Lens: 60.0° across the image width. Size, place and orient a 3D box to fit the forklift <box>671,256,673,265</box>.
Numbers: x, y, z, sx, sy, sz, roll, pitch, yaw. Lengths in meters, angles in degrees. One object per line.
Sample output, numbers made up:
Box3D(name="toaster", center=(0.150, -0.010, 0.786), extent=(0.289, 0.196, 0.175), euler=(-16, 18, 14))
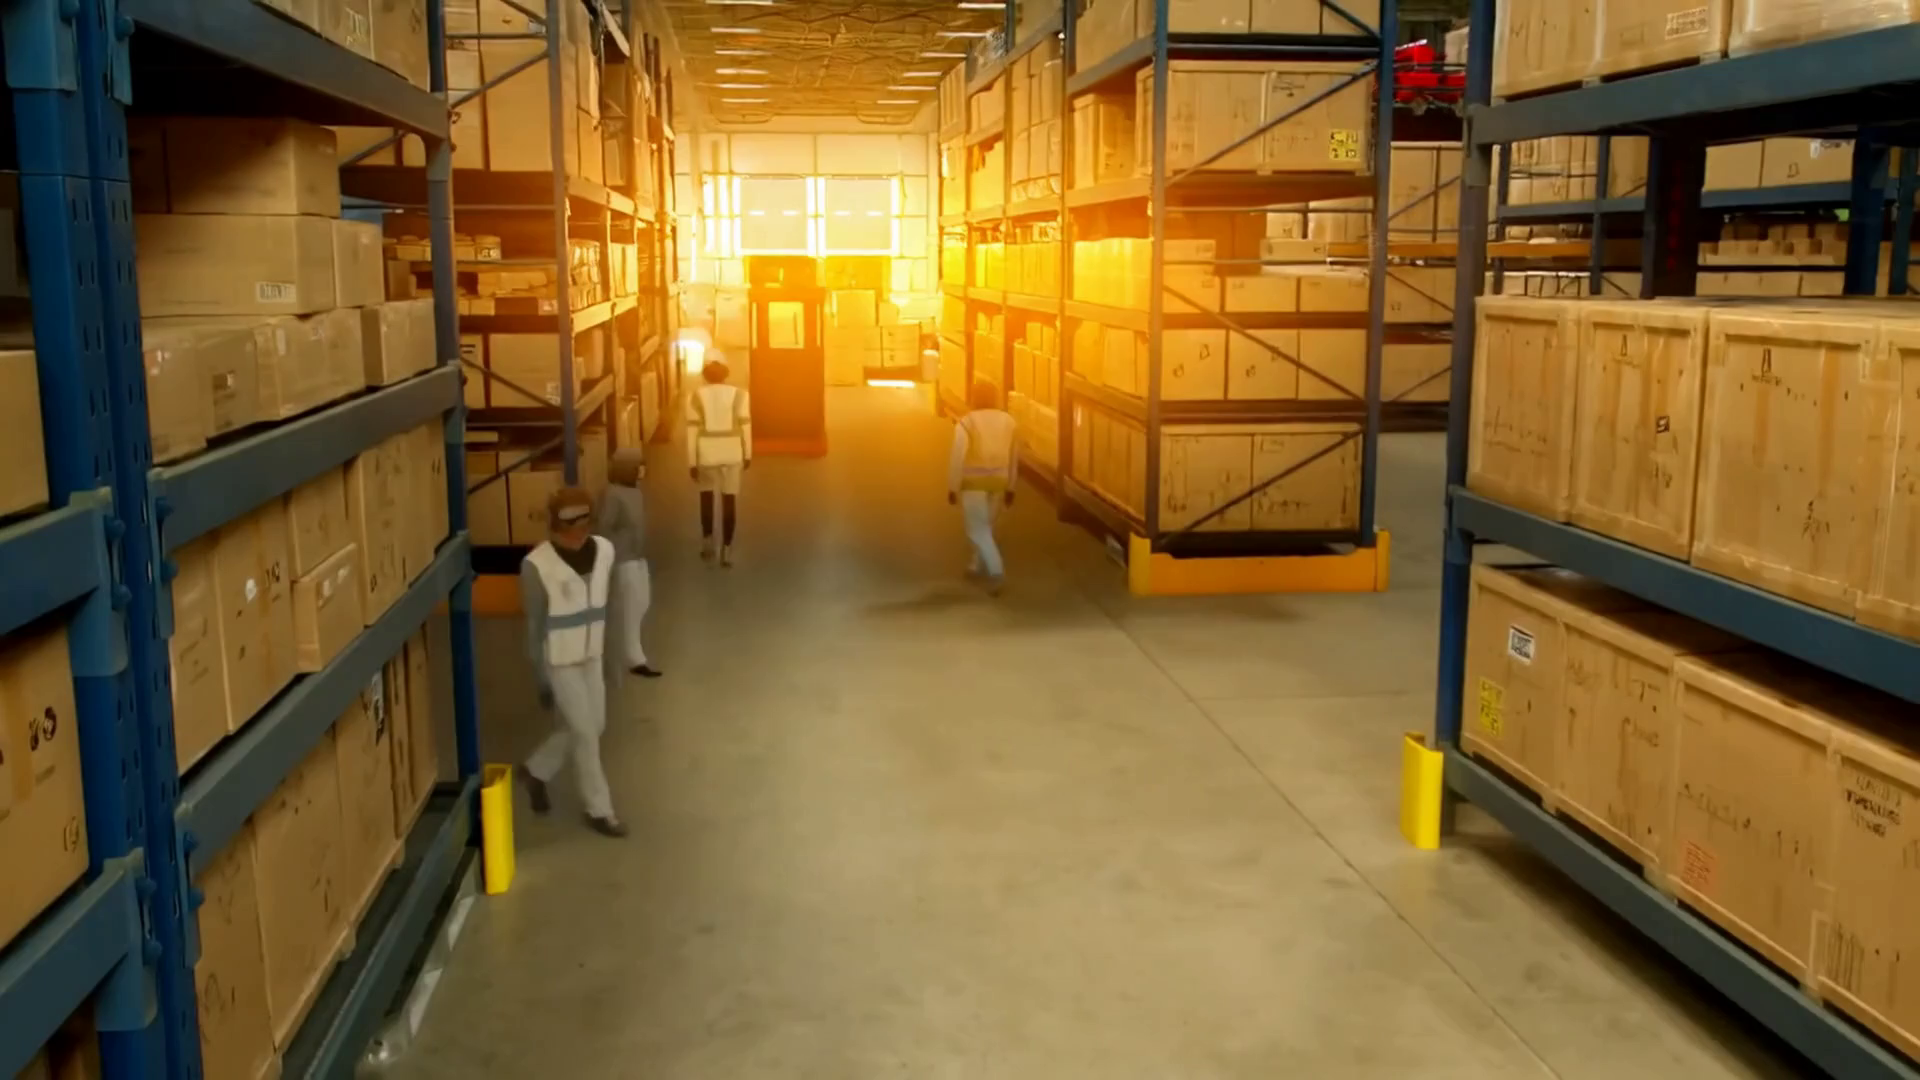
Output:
Box3D(name="forklift", center=(-11.044, -9.144, 61.803), extent=(1.129, 2.768, 1.873), euler=(-1, 10, -7))

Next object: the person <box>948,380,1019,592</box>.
Box3D(name="person", center=(0.238, -0.471, 14.401), extent=(0.621, 1.818, 0.822), euler=(-6, 11, -31))

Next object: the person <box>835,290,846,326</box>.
Box3D(name="person", center=(-3.153, -5.872, 45.587), extent=(0.590, 1.914, 0.400), euler=(-4, 10, -21))

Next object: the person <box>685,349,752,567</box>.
Box3D(name="person", center=(-2.267, -0.786, 15.661), extent=(0.620, 2.005, 0.850), euler=(-2, 10, -10))

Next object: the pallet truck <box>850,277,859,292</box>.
Box3D(name="pallet truck", center=(-3.782, -9.391, 65.808), extent=(1.885, 1.965, 0.823), euler=(2, 10, 10))

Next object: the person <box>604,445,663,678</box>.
Box3D(name="person", center=(-2.337, 0.138, 11.465), extent=(0.607, 1.618, 0.505), euler=(4, 10, 20))

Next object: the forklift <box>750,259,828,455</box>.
Box3D(name="forklift", center=(-2.555, -2.728, 24.447), extent=(1.129, 2.768, 1.873), euler=(-1, 10, -7))

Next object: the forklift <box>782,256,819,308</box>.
Box3D(name="forklift", center=(-5.849, -8.759, 59.557), extent=(1.129, 2.768, 1.873), euler=(-6, 12, -33))

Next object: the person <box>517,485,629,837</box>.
Box3D(name="person", center=(-2.003, 0.589, 8.303), extent=(0.716, 1.796, 0.660), euler=(7, 12, 34))
